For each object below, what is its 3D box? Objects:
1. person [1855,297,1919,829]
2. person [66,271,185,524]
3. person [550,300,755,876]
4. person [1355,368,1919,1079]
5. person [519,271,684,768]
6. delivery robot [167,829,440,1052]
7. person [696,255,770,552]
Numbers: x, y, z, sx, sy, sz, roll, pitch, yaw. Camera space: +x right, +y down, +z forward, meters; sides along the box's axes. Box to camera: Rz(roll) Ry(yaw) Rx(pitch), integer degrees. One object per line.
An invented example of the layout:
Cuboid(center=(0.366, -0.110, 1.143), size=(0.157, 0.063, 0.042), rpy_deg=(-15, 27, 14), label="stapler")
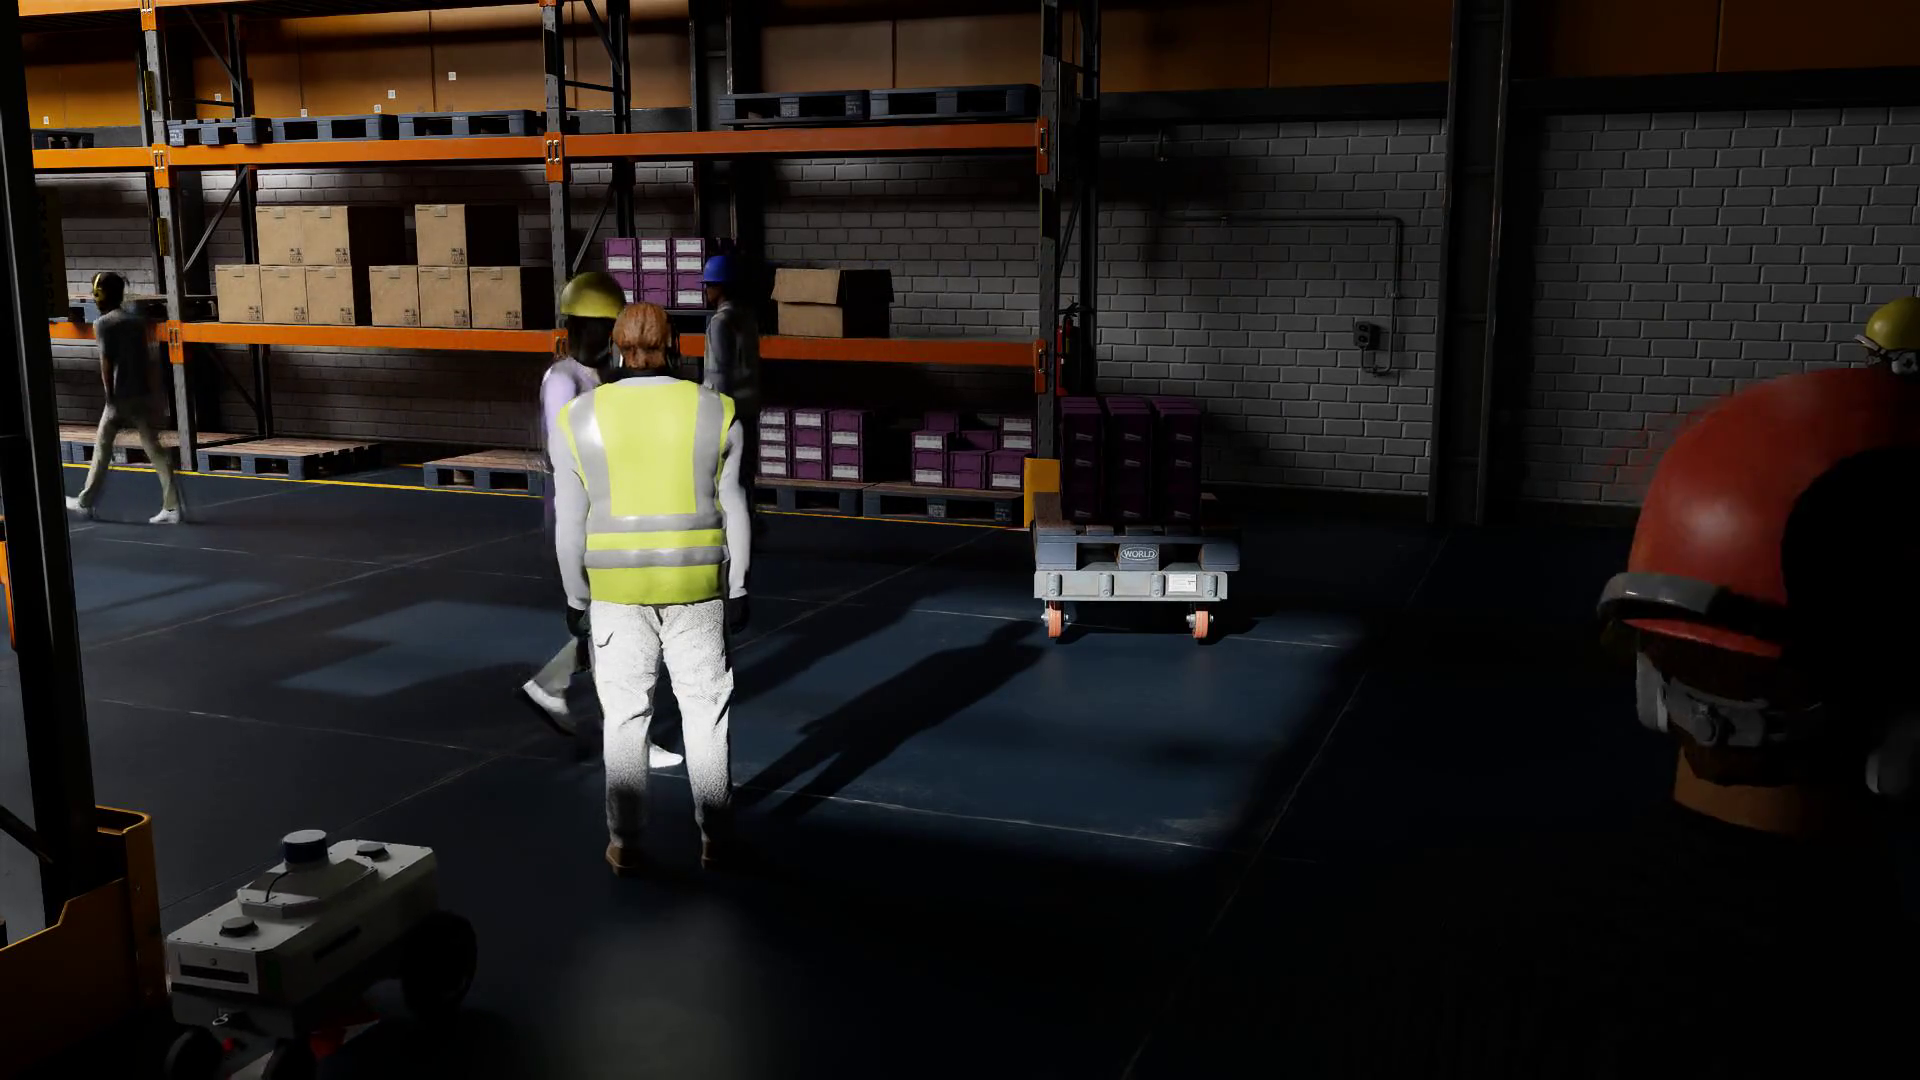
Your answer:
Cuboid(center=(3.223, 0.076, 5.816), size=(0.403, 1.833, 0.591), rpy_deg=(1, 10, 7), label="person")
Cuboid(center=(-6.036, -1.009, 11.935), size=(1.028, 1.803, 0.506), rpy_deg=(3, 11, 19), label="person")
Cuboid(center=(-0.966, 0.162, 5.322), size=(0.619, 1.841, 0.430), rpy_deg=(-2, 10, -9), label="person")
Cuboid(center=(0.548, 0.849, 1.208), size=(0.995, 1.949, 0.636), rpy_deg=(-7, 12, -33), label="person")
Cuboid(center=(-1.407, -0.069, 6.396), size=(0.655, 1.912, 0.606), rpy_deg=(1, 10, 8), label="person")
Cuboid(center=(-1.617, 0.967, 4.143), size=(0.477, 0.478, 0.707), rpy_deg=(2, 10, 15), label="delivery robot")
Cuboid(center=(-1.482, -0.854, 10.711), size=(0.423, 1.935, 0.607), rpy_deg=(3, 11, 14), label="person")
